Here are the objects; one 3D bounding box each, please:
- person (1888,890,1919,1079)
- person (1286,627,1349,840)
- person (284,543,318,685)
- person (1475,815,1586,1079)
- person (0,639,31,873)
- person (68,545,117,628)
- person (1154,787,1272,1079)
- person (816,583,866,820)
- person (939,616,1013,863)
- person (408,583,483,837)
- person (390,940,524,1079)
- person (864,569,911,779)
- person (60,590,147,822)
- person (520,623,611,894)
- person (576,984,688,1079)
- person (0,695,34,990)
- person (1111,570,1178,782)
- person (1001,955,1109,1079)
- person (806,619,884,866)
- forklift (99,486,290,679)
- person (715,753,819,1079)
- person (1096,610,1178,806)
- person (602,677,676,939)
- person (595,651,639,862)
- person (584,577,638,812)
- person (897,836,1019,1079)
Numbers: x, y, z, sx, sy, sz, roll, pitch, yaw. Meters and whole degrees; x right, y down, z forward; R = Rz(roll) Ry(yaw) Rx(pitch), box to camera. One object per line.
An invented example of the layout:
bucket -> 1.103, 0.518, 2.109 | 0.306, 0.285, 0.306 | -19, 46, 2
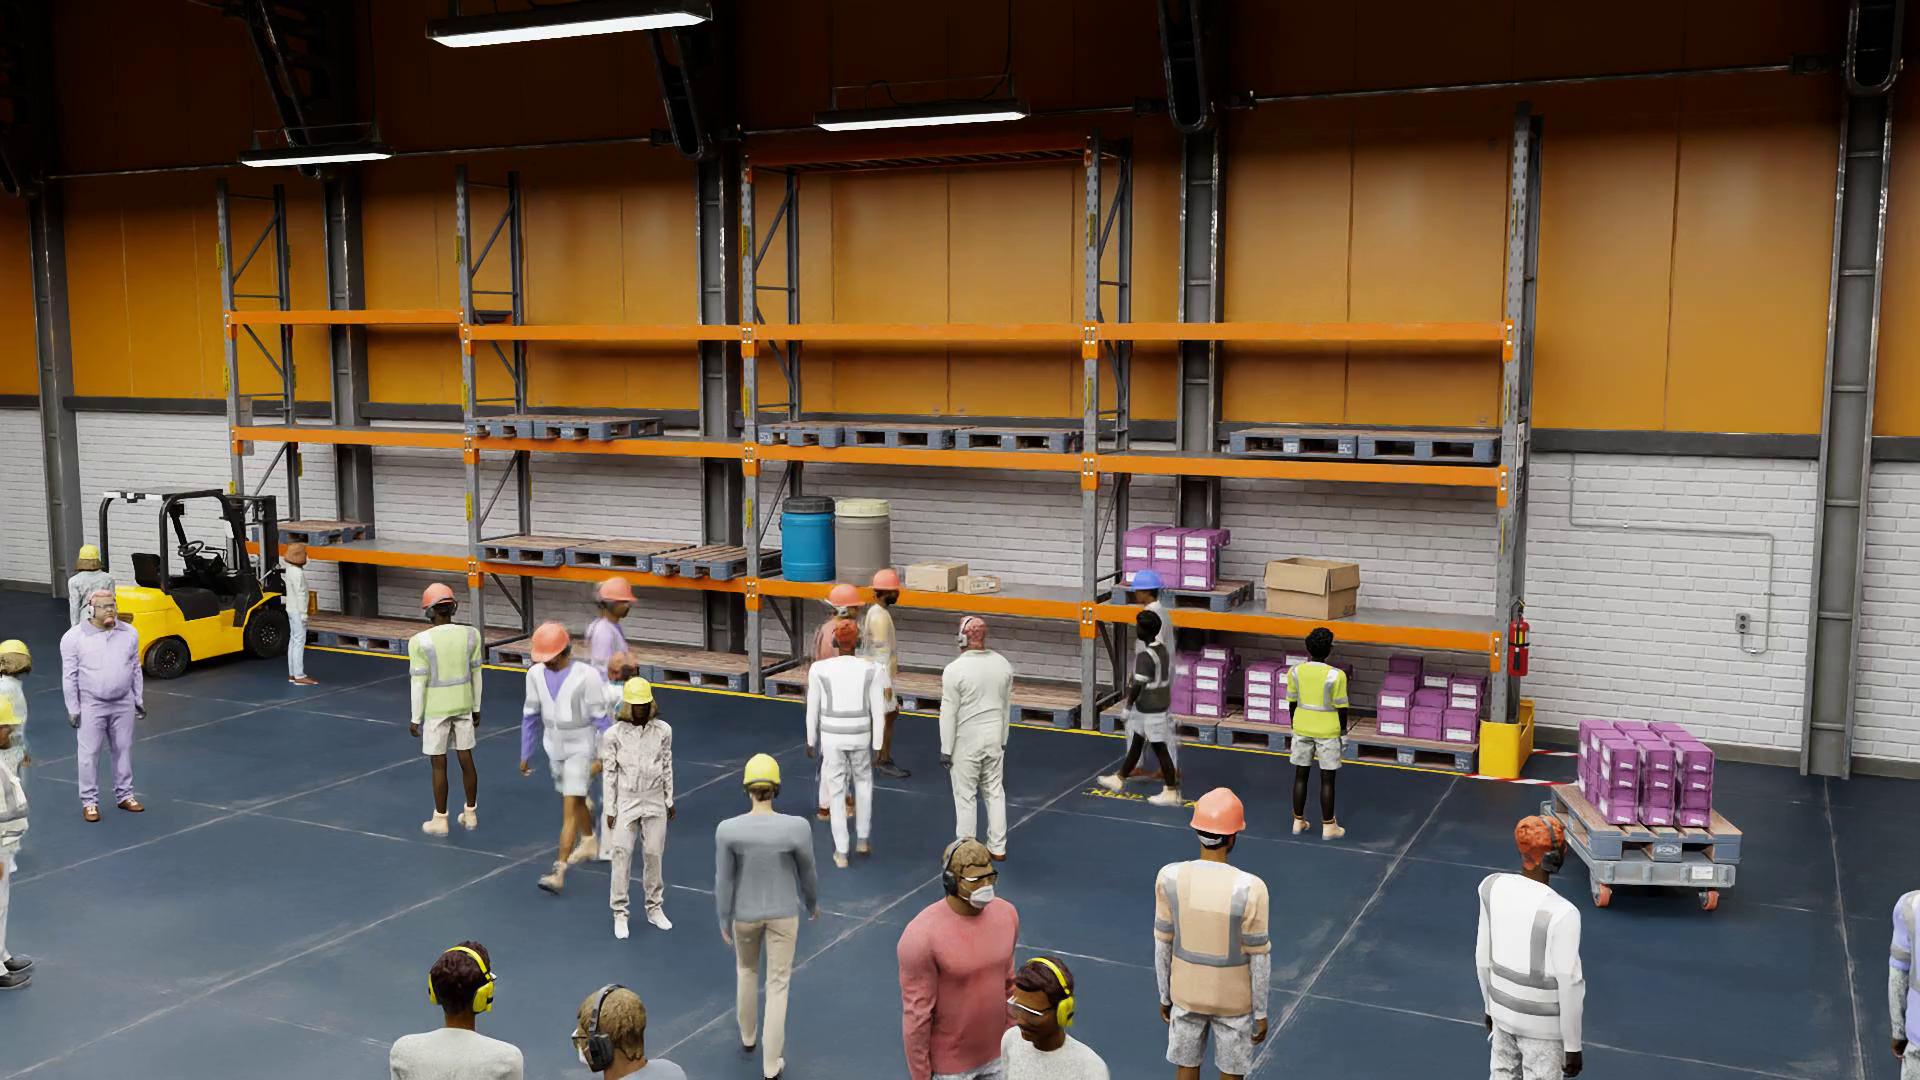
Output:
person -> 4.312, 2.156, 7.193 | 0.384, 1.931, 0.545 | -4, 8, -29
person -> 2.857, 1.536, 13.274 | 0.535, 1.697, 0.318 | 5, 9, 38
person -> -7.631, 0.849, 19.207 | 0.270, 1.632, 0.508 | -5, 8, -34
person -> 2.554, 2.151, 7.433 | 0.354, 1.883, 0.576 | -3, 8, -27
person -> -7.166, 1.623, 12.562 | 0.327, 1.697, 0.638 | -3, 8, -26
person -> -9.485, 0.917, 18.194 | 0.295, 1.743, 0.493 | 6, 9, 40
person -> 1.168, 2.095, 7.667 | 0.546, 1.938, 0.360 | 3, 8, 25
person -> -0.942, 1.337, 13.748 | 0.571, 1.974, 0.662 | -2, 7, -14
person -> 0.098, 1.523, 12.591 | 0.640, 1.898, 0.395 | -6, 9, -40
person -> -4.140, 1.358, 13.369 | 0.605, 2.035, 0.385 | -6, 9, -43
person -> -1.752, 2.344, 5.897 | 0.535, 1.868, 0.309 | 1, 7, 7
person -> -0.733, 1.214, 15.043 | 0.510, 1.924, 0.558 | 0, 7, -3
person -> -7.100, 1.361, 13.845 | 0.406, 1.913, 0.639 | 6, 9, 40
person -> -2.909, 1.553, 12.131 | 0.708, 1.931, 1.104 | 3, 7, 22
person -> -1.079, 2.381, 5.377 | 0.392, 1.928, 0.632 | 2, 7, 16
person -> -5.930, 1.849, 10.198 | 0.403, 1.821, 0.601 | -4, 8, -30
person -> 1.656, 1.225, 14.924 | 0.721, 1.917, 0.606 | 3, 7, 21
person -> 0.307, 2.356, 5.841 | 0.327, 1.862, 0.511 | -6, 9, -42
person -> -0.885, 1.519, 12.719 | 0.584, 1.870, 0.611 | -1, 7, -9
forklift -> -9.426, 0.454, 20.179 | 1.214, 2.155, 2.313 | 3, 8, 26
person -> -1.045, 2.017, 9.137 | 0.534, 1.744, 0.718 | 0, 7, 2
person -> 1.521, 1.432, 14.255 | 0.821, 1.660, 0.546 | 2, 7, 19
person -> -2.135, 1.774, 11.120 | 0.494, 1.743, 0.306 | -4, 8, -31
person -> -2.585, 1.646, 12.646 | 0.420, 1.615, 0.535 | -3, 8, -25
person -> -2.932, 1.310, 13.793 | 0.577, 2.022, 0.625 | -1, 7, -5
person -> 0.025, 2.182, 6.949 | 0.629, 1.940, 0.373 | -7, 10, -44
